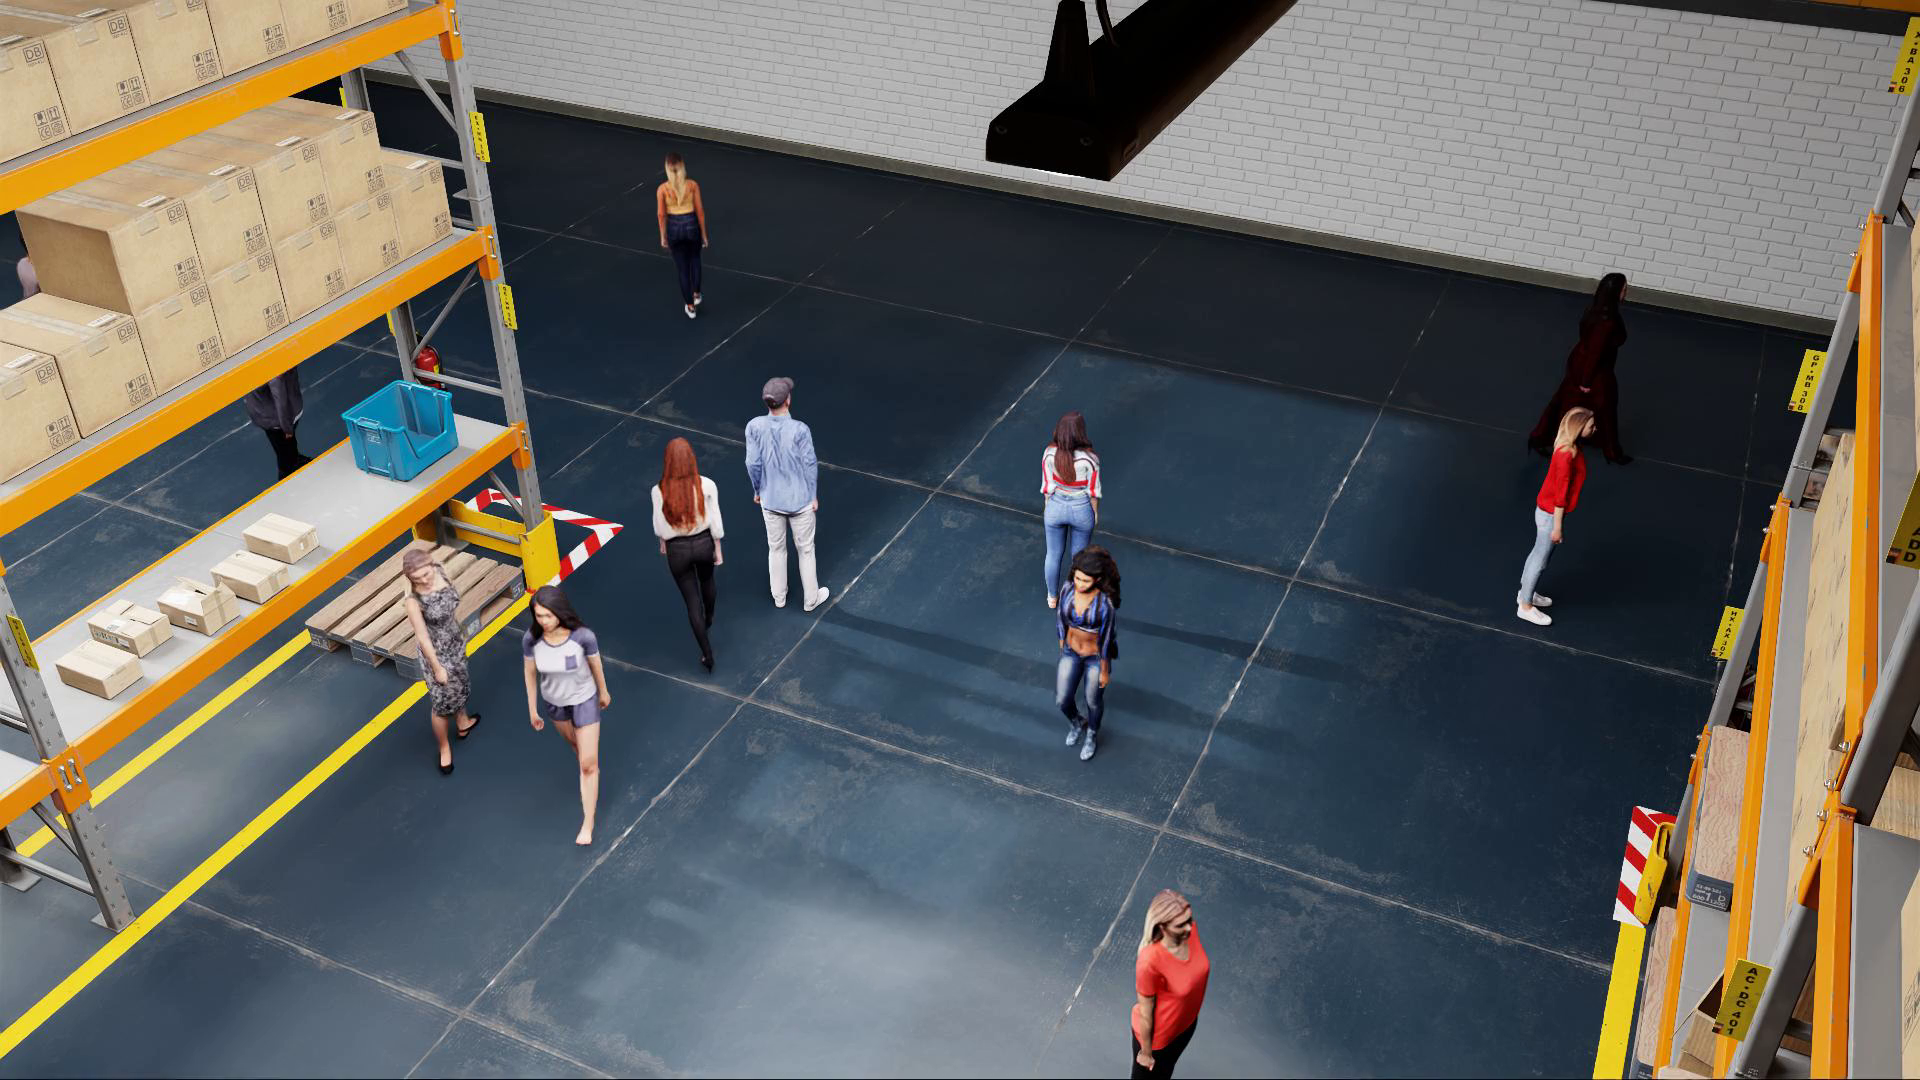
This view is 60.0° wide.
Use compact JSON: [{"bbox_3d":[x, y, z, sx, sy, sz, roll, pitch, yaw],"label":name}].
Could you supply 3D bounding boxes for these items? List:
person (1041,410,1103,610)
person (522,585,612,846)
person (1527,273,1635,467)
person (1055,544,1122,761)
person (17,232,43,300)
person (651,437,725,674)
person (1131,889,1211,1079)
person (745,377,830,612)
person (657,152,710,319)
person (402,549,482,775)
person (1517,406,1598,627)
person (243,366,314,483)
[{"bbox_3d":[0.784,-0.207,11.883,0.615,1.614,0.559,9,35,14],"label":"person"},{"bbox_3d":[-2.347,0.927,10.127,0.849,1.669,1.113,2,34,3],"label":"person"},{"bbox_3d":[5.023,-1.350,13.523,0.941,1.703,1.097,5,34,7],"label":"person"},{"bbox_3d":[0.838,0.700,10.523,0.628,1.608,0.599,16,37,23],"label":"person"},{"bbox_3d":[-7.783,-1.775,14.127,0.837,1.742,0.764,15,36,21],"label":"person"},{"bbox_3d":[-1.802,0.159,11.226,0.940,1.733,1.015,-10,35,-15],"label":"person"},{"bbox_3d":[0.973,2.322,8.006,0.697,1.694,0.535,23,40,31],"label":"person"},{"bbox_3d":[-1.228,-0.318,11.803,0.695,1.888,0.638,8,34,11],"label":"person"},{"bbox_3d":[-2.628,-2.886,15.913,0.765,1.615,0.824,-10,35,-14],"label":"person"},{"bbox_3d":[-3.279,0.660,10.524,0.848,1.675,0.535,1,34,1],"label":"person"},{"bbox_3d":[4.204,-0.194,11.783,0.693,1.704,0.468,11,35,17],"label":"person"},{"bbox_3d":[-5.268,-0.991,13.097,1.029,1.576,1.010,-6,34,-9],"label":"person"}]
